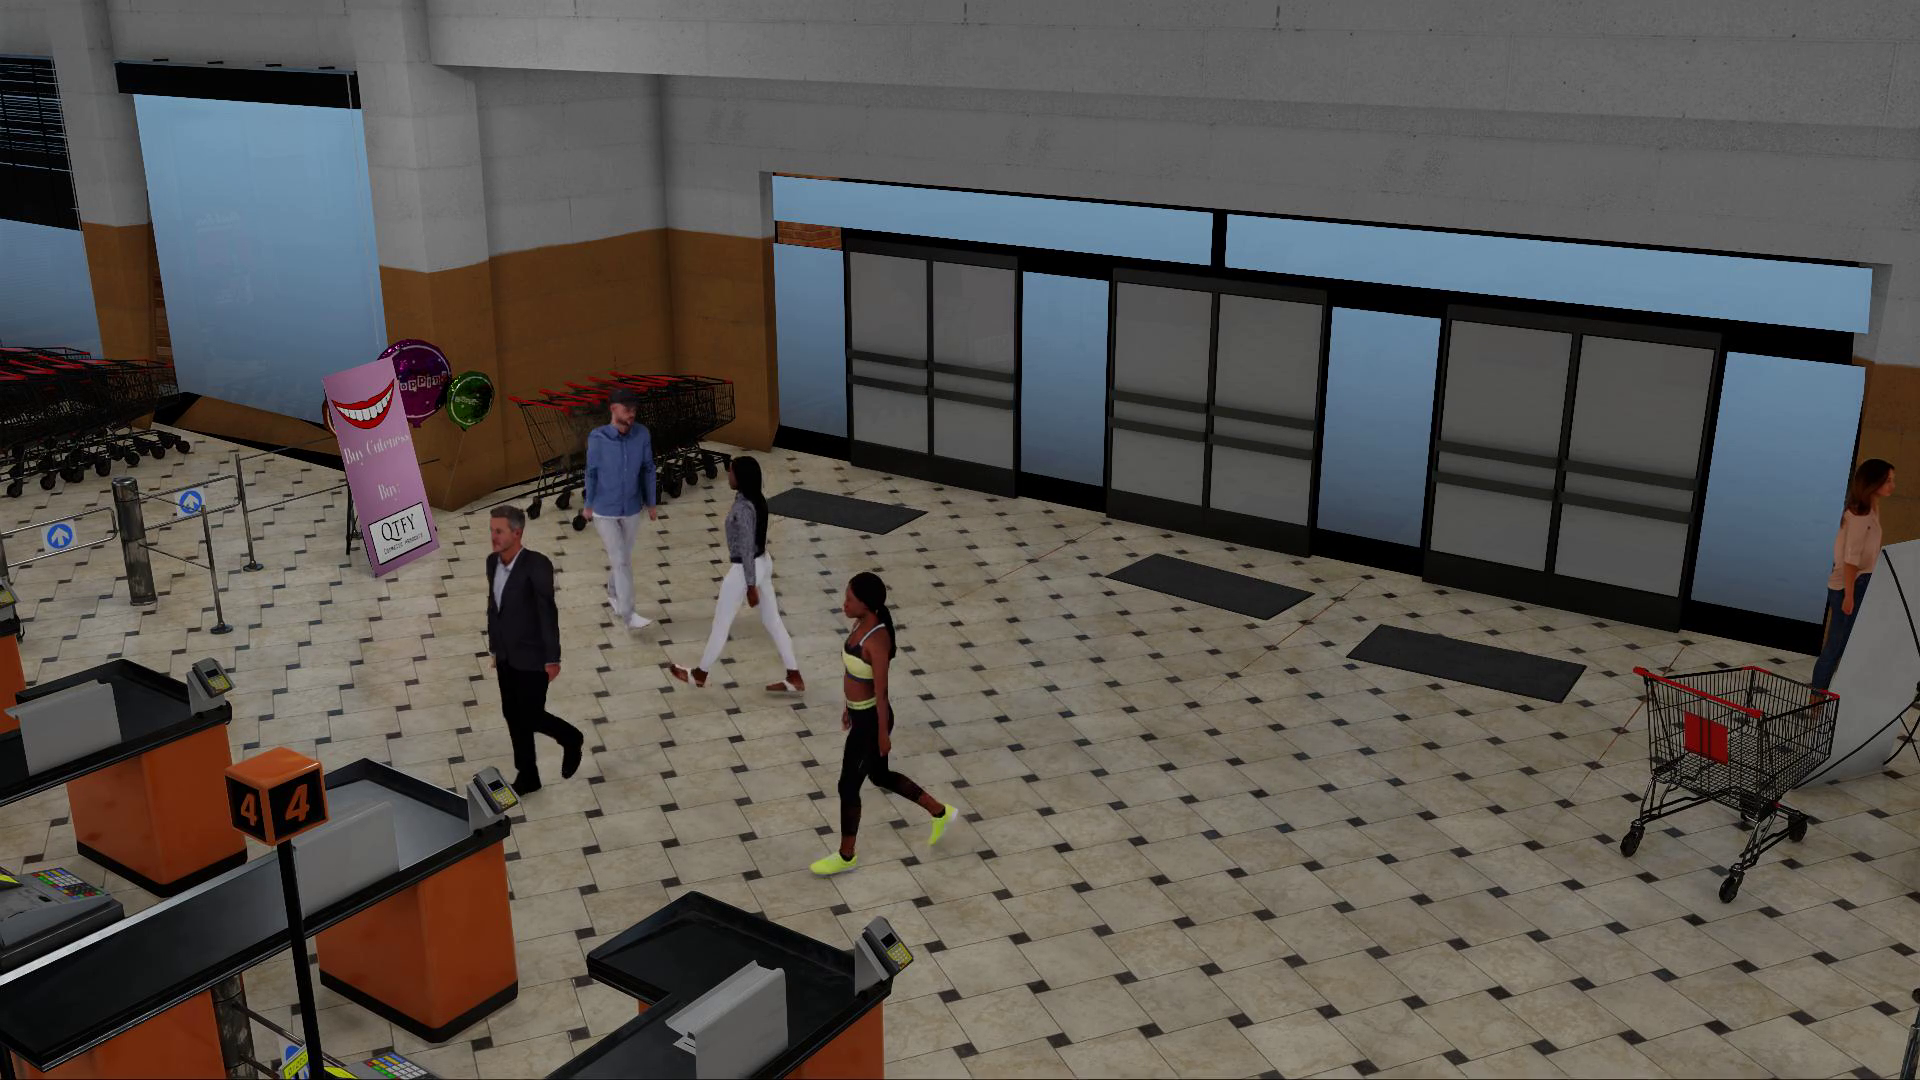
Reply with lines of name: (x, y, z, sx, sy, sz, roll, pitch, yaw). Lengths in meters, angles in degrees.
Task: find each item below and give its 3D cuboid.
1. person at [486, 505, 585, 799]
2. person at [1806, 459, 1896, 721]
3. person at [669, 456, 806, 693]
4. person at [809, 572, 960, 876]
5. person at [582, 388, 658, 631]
person: (-2.542, 0.649, 9.907, 0.723, 1.829, 0.798, 13, 22, 33)
person: (5.849, 0.322, 10.940, 0.659, 1.790, 0.463, 14, 23, 36)
person: (-1.334, 0.281, 11.239, 1.037, 1.677, 1.190, 3, 19, 8)
person: (-0.402, 0.995, 9.044, 1.099, 1.726, 1.027, -4, 19, -11)
person: (-2.628, -0.263, 12.586, 1.126, 1.848, 0.990, -10, 21, -28)
